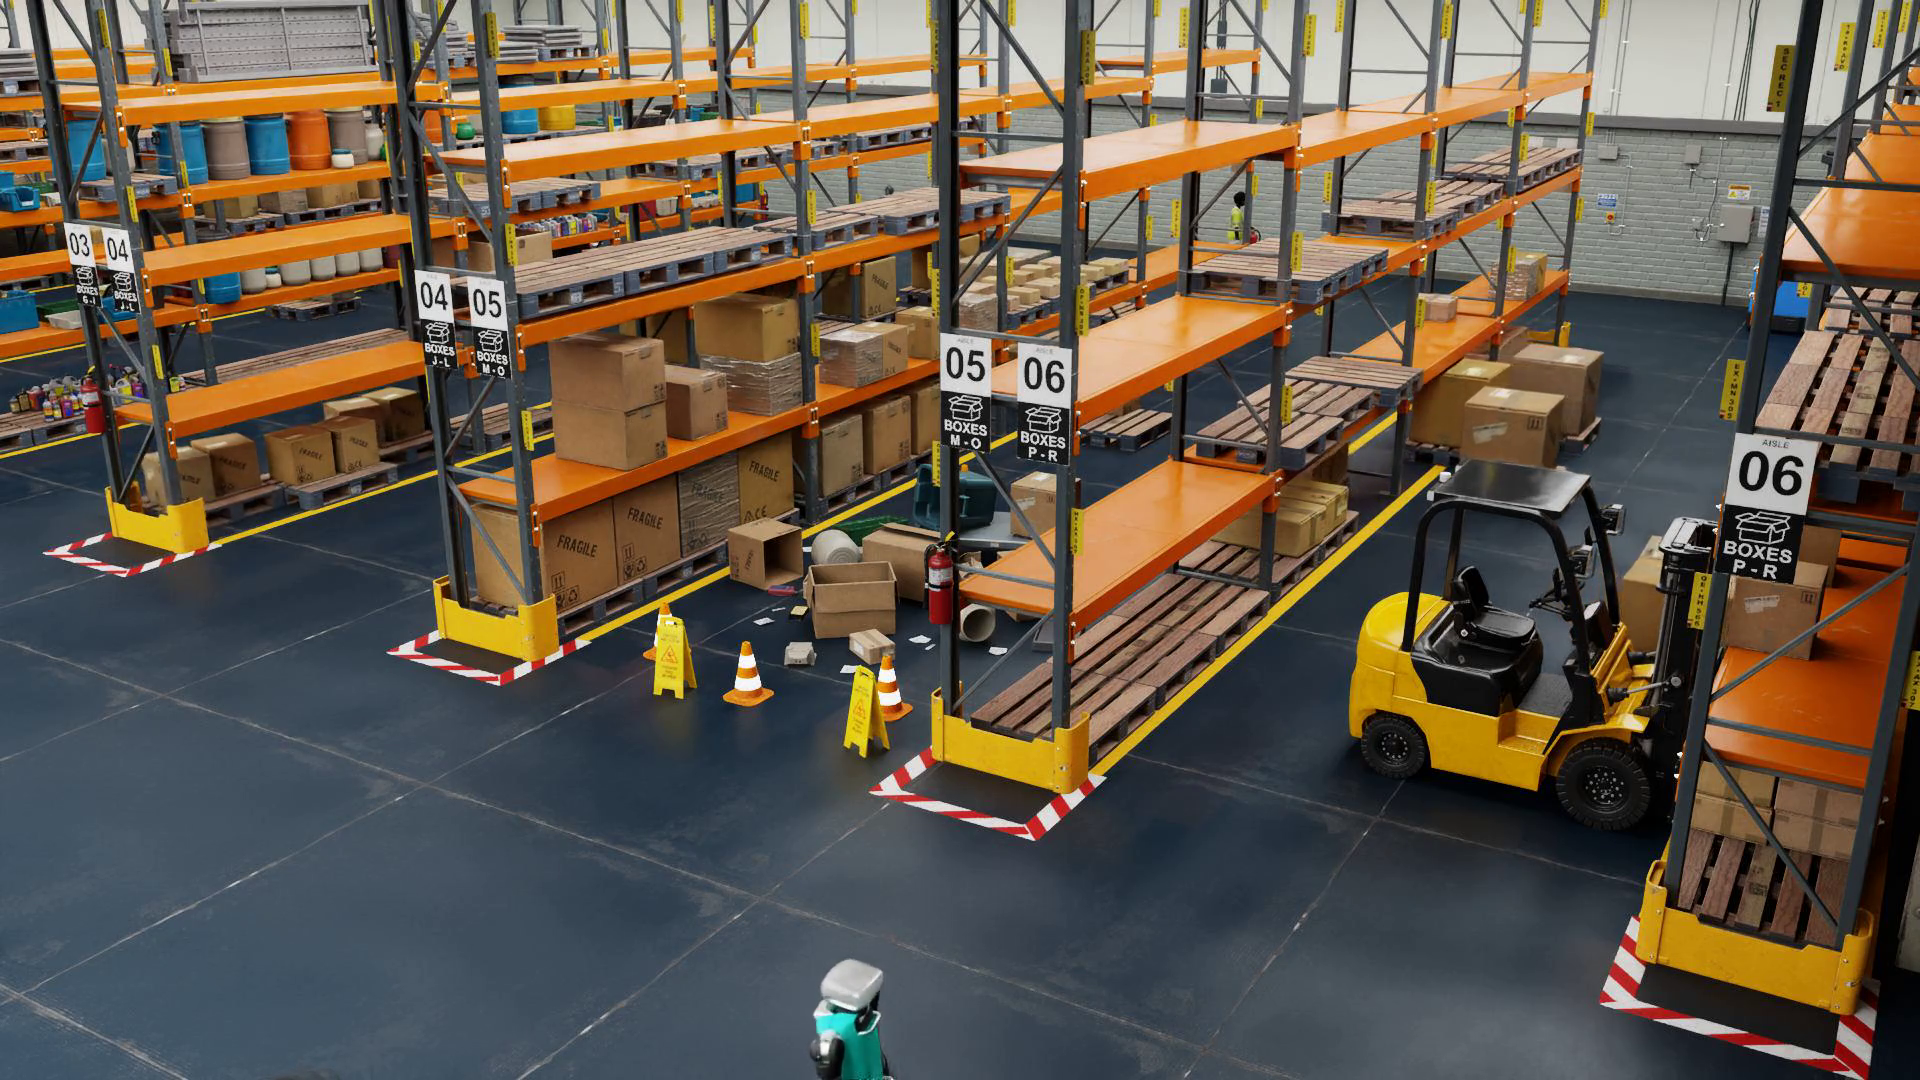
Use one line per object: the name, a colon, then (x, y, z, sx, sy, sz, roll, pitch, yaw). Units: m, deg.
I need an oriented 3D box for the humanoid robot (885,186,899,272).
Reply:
humanoid robot: (-1.273, -5.862, 31.449, 0.594, 1.636, 0.699, -15, 24, -36)

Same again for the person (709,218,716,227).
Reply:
person: (-5.088, -7.089, 34.957, 0.491, 1.672, 0.598, -12, 22, -31)

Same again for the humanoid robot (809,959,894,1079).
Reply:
humanoid robot: (-0.221, 2.621, 6.893, 0.750, 1.855, 0.531, 6, 20, 16)

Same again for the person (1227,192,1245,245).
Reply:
person: (5.047, -5.517, 30.392, 0.322, 1.687, 0.535, 3, 19, 8)

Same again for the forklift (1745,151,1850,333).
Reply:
forklift: (13.620, -4.667, 26.137, 1.873, 2.768, 1.129, 11, 22, 29)

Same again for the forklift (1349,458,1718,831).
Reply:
forklift: (3.988, 0.658, 11.776, 2.313, 2.155, 1.214, 11, 22, 29)
